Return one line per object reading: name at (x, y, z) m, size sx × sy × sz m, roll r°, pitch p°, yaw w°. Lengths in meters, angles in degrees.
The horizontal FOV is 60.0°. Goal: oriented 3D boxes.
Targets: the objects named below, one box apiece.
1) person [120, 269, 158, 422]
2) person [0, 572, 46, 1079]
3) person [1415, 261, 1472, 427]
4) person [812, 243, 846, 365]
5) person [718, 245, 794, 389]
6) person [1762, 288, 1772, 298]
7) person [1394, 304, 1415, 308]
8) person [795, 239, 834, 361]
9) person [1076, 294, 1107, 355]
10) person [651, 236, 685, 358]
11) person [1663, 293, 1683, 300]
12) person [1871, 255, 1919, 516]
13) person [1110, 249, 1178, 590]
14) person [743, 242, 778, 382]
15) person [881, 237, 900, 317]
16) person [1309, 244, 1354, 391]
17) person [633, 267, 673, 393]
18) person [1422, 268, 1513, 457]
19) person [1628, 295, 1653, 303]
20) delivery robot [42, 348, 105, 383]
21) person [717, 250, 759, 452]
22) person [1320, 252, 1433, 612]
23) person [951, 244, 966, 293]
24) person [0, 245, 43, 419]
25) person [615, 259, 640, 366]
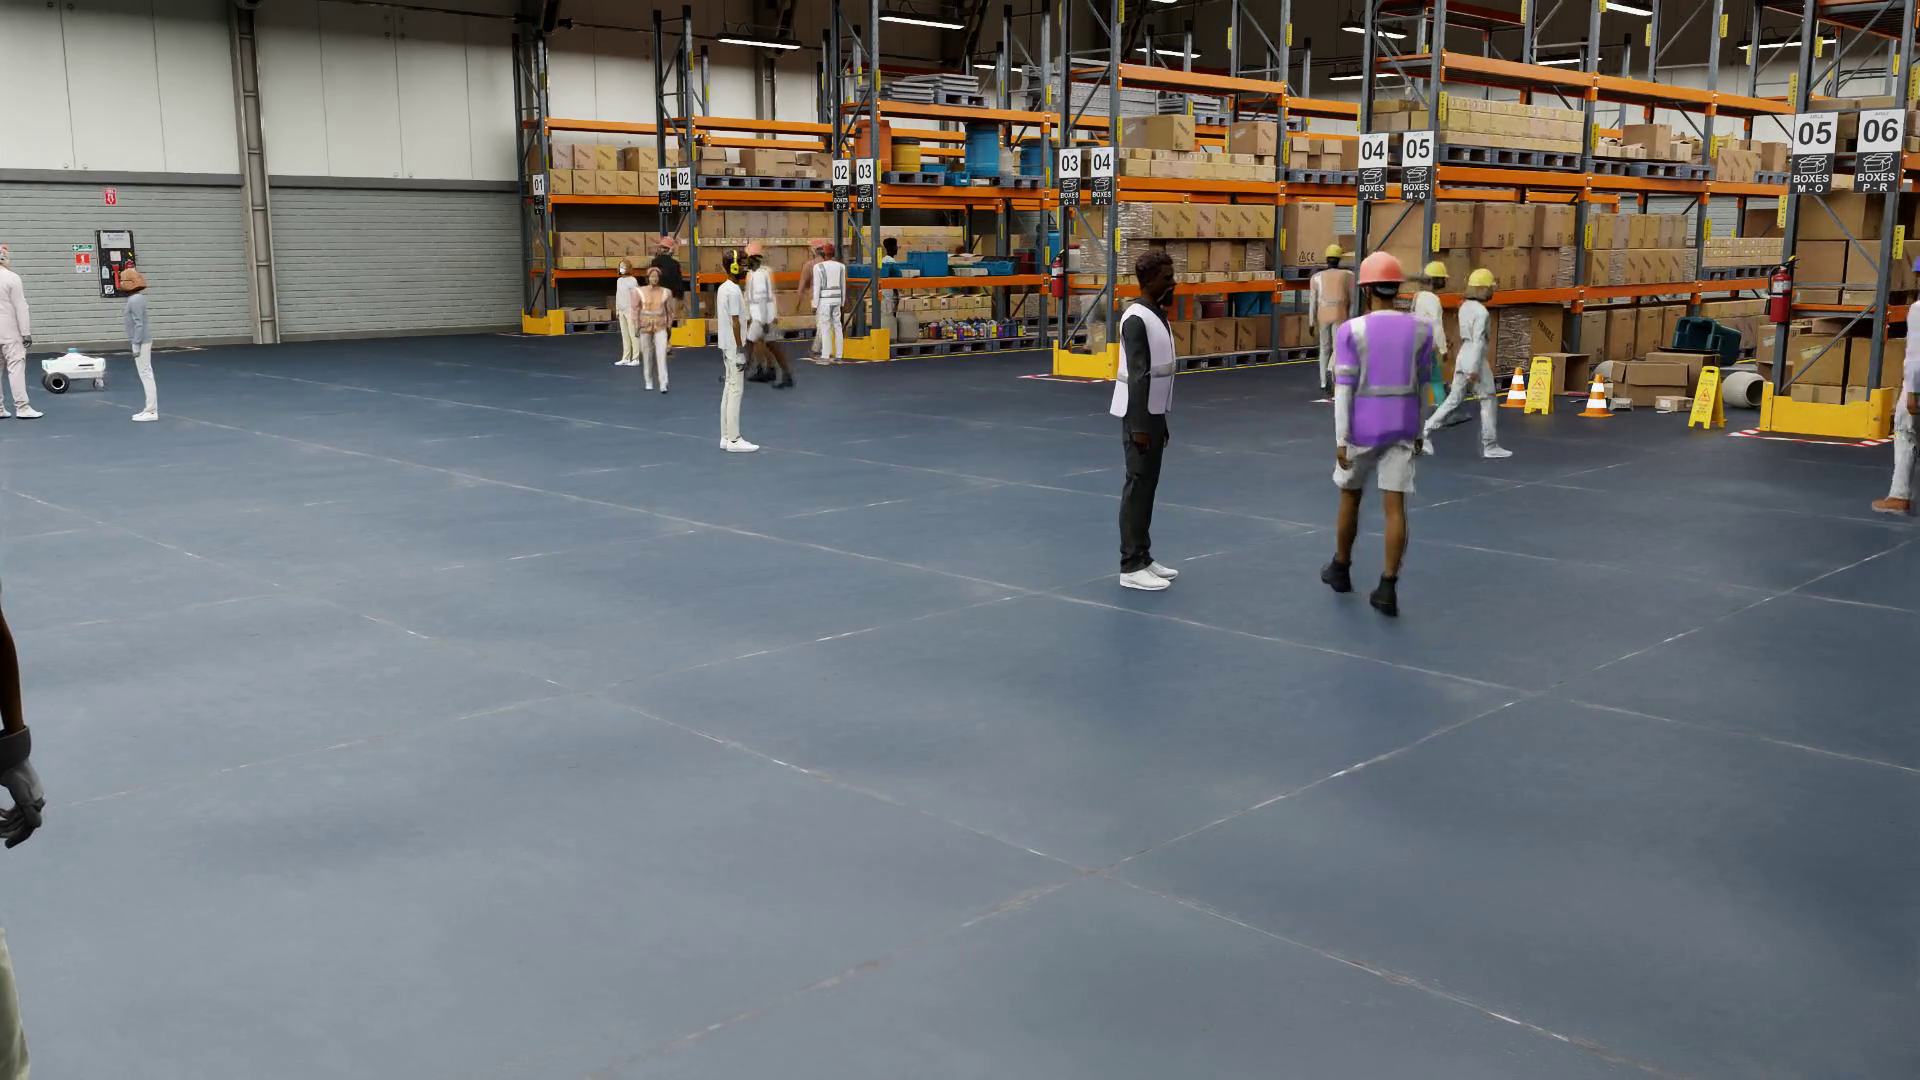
person at (-8.912, -2.111, 18.049) m, size 0.284 × 1.633 × 0.501 m, roll -4°, pitch 11°, yaw -21°
person at (-2.151, 0.472, 3.360) m, size 0.517 × 1.865 × 0.324 m, roll -7°, pitch 12°, yaw -33°
person at (4.912, -1.992, 17.131) m, size 0.886 × 1.718 × 0.543 m, roll 0°, pitch 10°, yaw 2°
person at (-2.038, -3.669, 25.870) m, size 0.572 × 1.883 × 0.356 m, roll -8°, pitch 13°, yaw -36°
person at (-2.656, -2.908, 21.757) m, size 1.007 × 1.871 × 0.553 m, roll 0°, pitch 10°, yaw -1°
person at (15.506, -4.706, 31.757) m, size 0.932 × 1.799 × 0.628 m, roll -6°, pitch 12°, yaw -30°
person at (6.689, -3.578, 25.498) m, size 0.623 × 1.839 × 0.429 m, roll 6°, pitch 12°, yaw 28°
person at (-2.288, -3.862, 26.773) m, size 0.640 × 1.921 × 1.061 m, roll -7°, pitch 12°, yaw -32°
person at (2.284, -4.079, 27.996) m, size 0.740 × 1.923 × 0.638 m, roll -6°, pitch 12°, yaw -29°
person at (-4.778, -4.018, 27.506) m, size 0.661 × 1.974 × 0.643 m, roll 7°, pitch 13°, yaw 35°
person at (14.893, -5.319, 34.744) m, size 0.545 × 1.929 × 0.389 m, roll -2°, pitch 11°, yaw -9°
person at (6.948, -1.105, 11.771) m, size 0.617 × 1.924 × 0.718 m, roll -4°, pitch 11°, yaw -21°
person at (1.069, -0.694, 9.559) m, size 0.392 × 1.915 × 0.589 m, roll 3°, pitch 11°, yaw 16°
person at (-2.742, -3.091, 22.664) m, size 0.665 × 1.897 × 0.633 m, roll -8°, pitch 13°, yaw -37°
person at (-1.215, -4.342, 29.305) m, size 0.367 × 1.966 × 0.607 m, roll -4°, pitch 11°, yaw -21°
person at (4.787, -2.867, 21.464) m, size 0.578 × 1.893 × 0.846 m, roll 4°, pitch 11°, yaw 19°
person at (-3.957, -2.715, 21.452) m, size 0.513 × 1.600 × 0.837 m, roll -2°, pitch 11°, yaw -12°
person at (4.589, -1.603, 15.075) m, size 0.842 × 1.708 × 0.488 m, roll -2°, pitch 11°, yaw -10°
person at (12.955, -4.766, 31.529) m, size 0.752 × 1.991 × 0.624 m, roll -7°, pitch 12°, yaw -33°
delivery robot at (-11.465, -2.237, 21.526) m, size 0.707 × 0.478 × 0.477 m, roll -8°, pitch 13°, yaw -33°
person at (-2.097, -1.771, 15.563) m, size 0.313 × 1.866 × 0.538 m, roll -4°, pitch 11°, yaw -21°
person at (2.277, -0.610, 9.113) m, size 0.574 × 1.897 × 0.885 m, roll 0°, pitch 10°, yaw -2°
person at (-0.029, -5.797, 37.715) m, size 0.955 × 1.799 × 0.581 m, roll -10°, pitch 14°, yaw -43°
person at (-10.472, -2.278, 18.233) m, size 0.636 × 1.903 × 0.404 m, roll 1°, pitch 10°, yaw 7°
person at (-5.143, -3.510, 25.667) m, size 0.507 × 1.636 × 0.274 m, roll 10°, pitch 14°, yaw 43°
